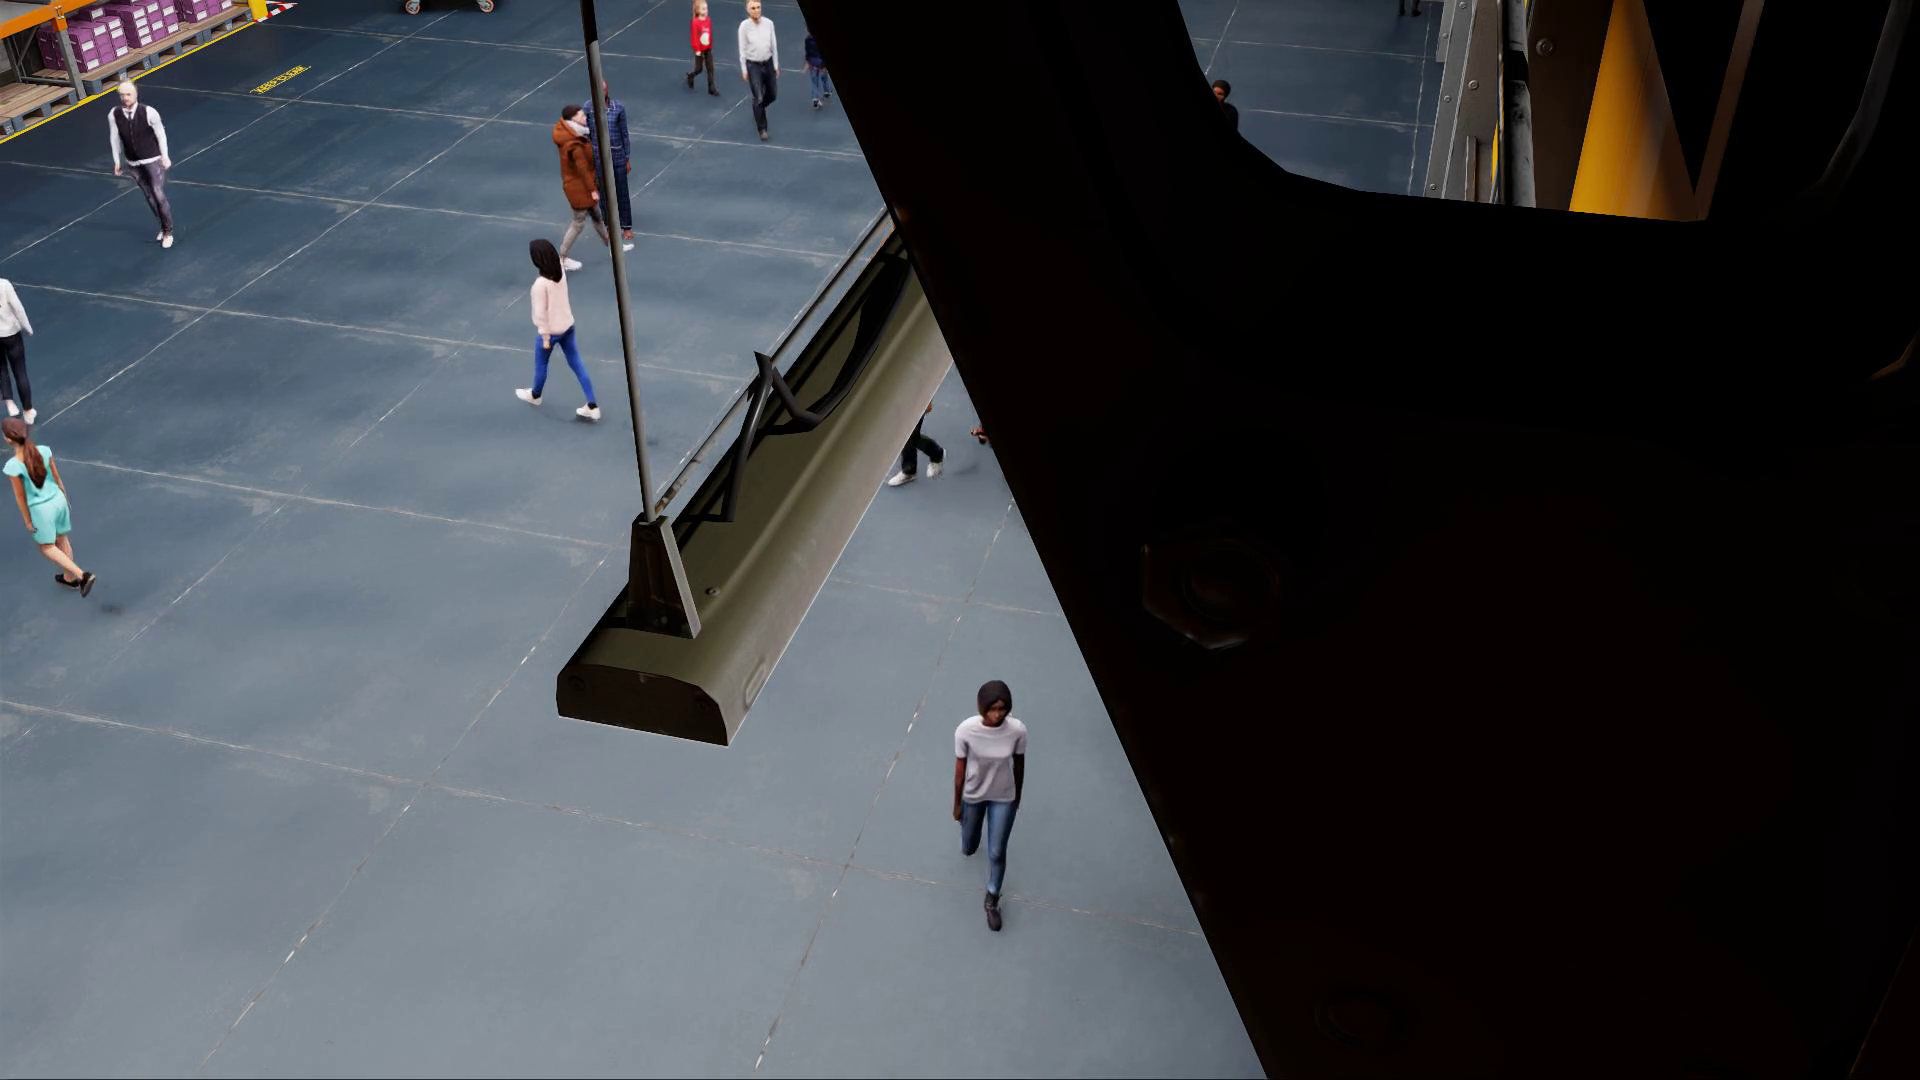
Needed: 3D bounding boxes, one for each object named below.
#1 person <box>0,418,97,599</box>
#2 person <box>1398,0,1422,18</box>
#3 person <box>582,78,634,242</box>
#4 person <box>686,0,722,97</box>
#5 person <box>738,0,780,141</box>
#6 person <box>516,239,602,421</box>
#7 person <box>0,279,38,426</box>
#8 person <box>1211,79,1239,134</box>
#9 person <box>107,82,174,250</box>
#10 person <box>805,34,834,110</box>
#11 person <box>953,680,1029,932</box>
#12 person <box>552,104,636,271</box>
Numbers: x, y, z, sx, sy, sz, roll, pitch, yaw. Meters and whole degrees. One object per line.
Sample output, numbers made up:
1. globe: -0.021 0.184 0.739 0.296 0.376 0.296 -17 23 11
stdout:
1. person: -6.930 -0.226 12.693 0.735 1.546 0.852 17 37 24
2. person: 7.046 -8.979 25.739 0.631 1.683 0.594 19 38 26
3. person: -3.903 -4.243 18.485 0.751 1.825 0.735 -3 34 -5
4. person: -3.550 -6.713 22.704 0.780 1.268 0.805 28 43 35
5. person: -2.577 -6.074 21.256 0.955 1.807 1.035 -15 36 -21
6. person: -3.560 -1.850 14.986 0.876 1.714 1.127 16 37 22
7. person: -8.616 -1.794 14.925 0.726 1.687 0.759 -9 35 -13
8. person: 2.947 -4.421 18.911 0.647 1.650 1.070 5 34 8
9. person: -9.004 -4.201 18.439 0.852 1.806 0.953 -1 34 -1
10. person: -1.916 -6.376 22.262 0.568 1.195 0.803 6 34 9
11. person: 0.150 1.497 9.959 0.773 1.703 1.011 -2 34 -3
12. person: -4.123 -3.701 17.705 1.197 1.787 1.185 -14 36 -20
